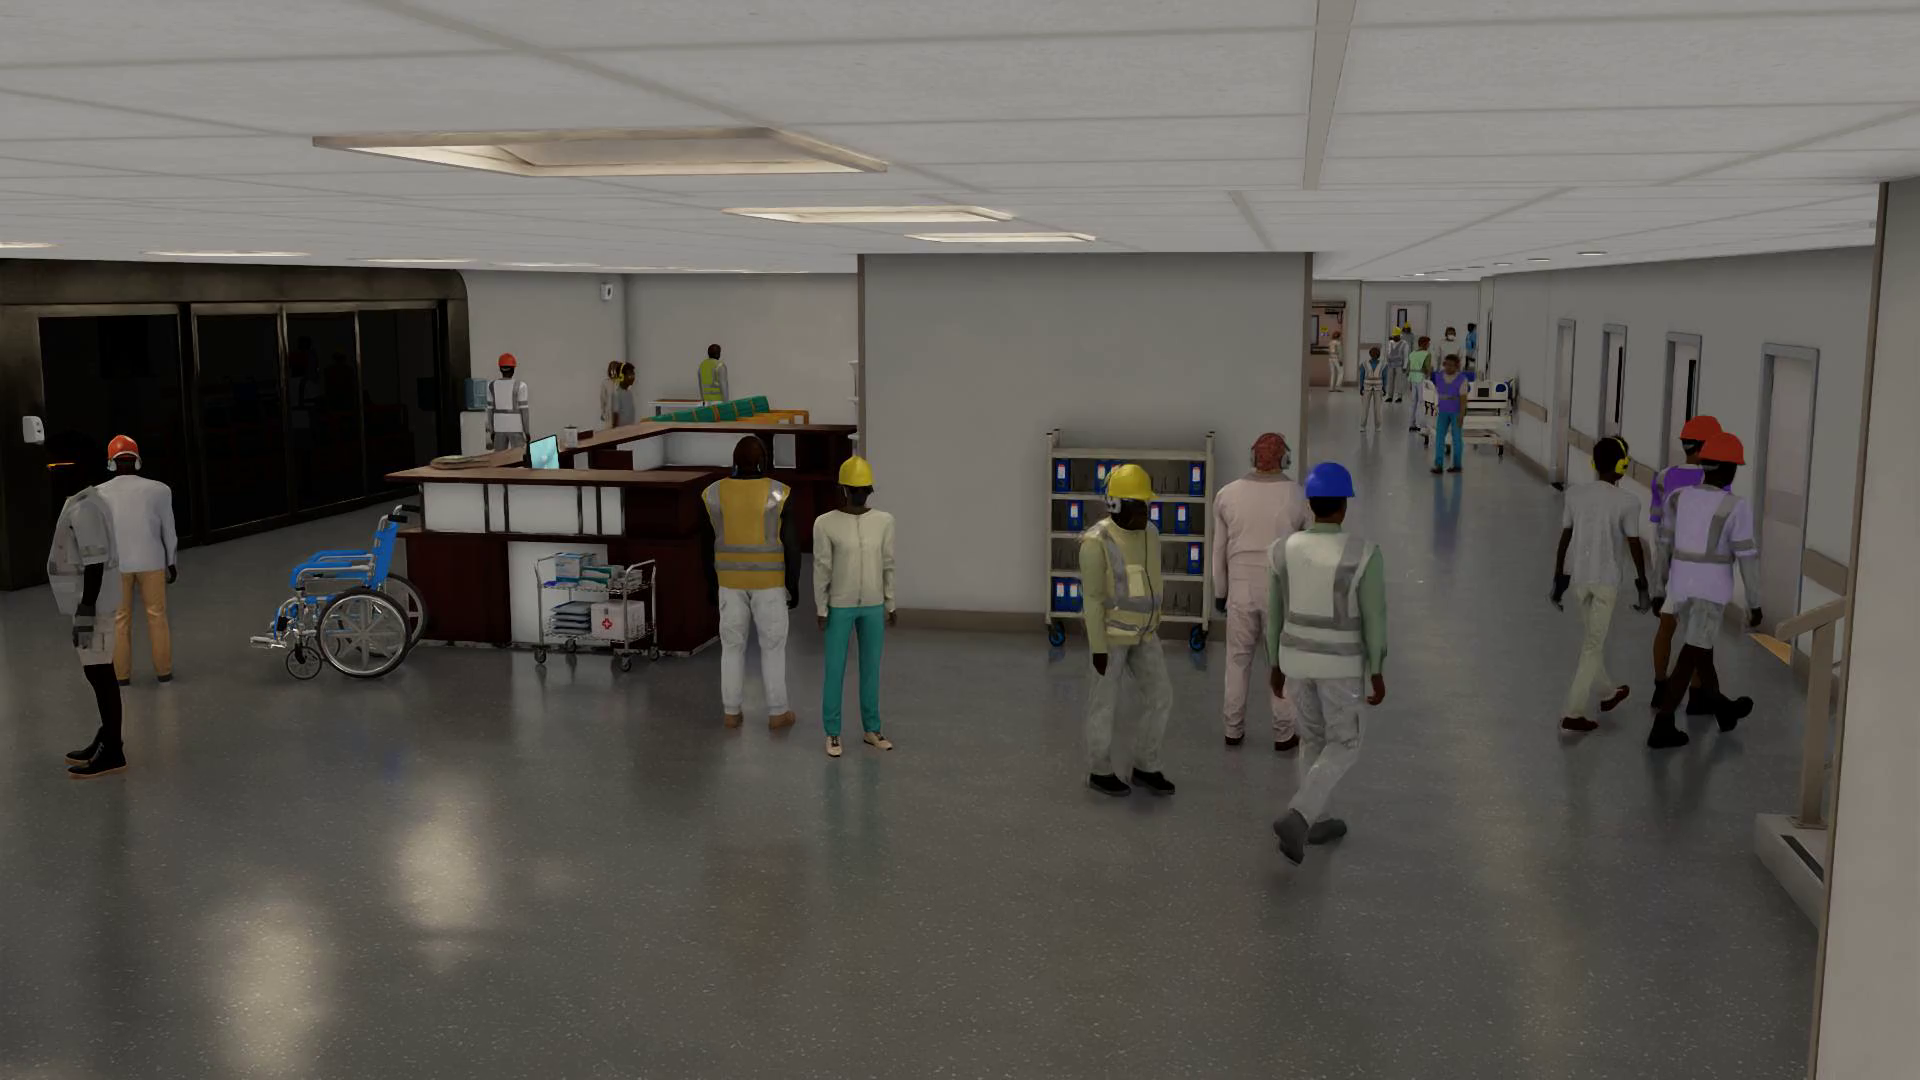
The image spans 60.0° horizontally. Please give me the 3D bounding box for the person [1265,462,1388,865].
[{"bbox_3d":[1.708,0.593,7.948,0.620,1.921,0.763,8,12,42],"label":"person"}]

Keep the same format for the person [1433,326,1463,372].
[{"bbox_3d":[10.693,-3.709,36.436,0.640,1.935,0.368,0,9,1],"label":"person"}]

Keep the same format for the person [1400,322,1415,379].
[{"bbox_3d":[13.574,-5.748,50.617,0.487,1.741,0.313,2,9,11],"label":"person"}]

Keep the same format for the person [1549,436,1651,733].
[{"bbox_3d":[4.058,0.270,10.415,0.916,1.823,0.534,-6,10,-35],"label":"person"}]

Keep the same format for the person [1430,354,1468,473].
[{"bbox_3d":[7.287,-1.868,24.739,0.895,1.774,0.573,-8,12,-44],"label":"person"}]

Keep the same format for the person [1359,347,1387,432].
[{"bbox_3d":[7.942,-2.889,31.990,0.512,1.638,0.312,2,9,13],"label":"person"}]

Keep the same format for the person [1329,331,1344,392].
[{"bbox_3d":[10.100,-4.770,44.487,0.450,1.625,0.555,-4,9,-23],"label":"person"}]

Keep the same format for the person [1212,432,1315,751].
[{"bbox_3d":[1.834,0.304,9.945,0.648,1.899,0.398,4,9,23],"label":"person"}]

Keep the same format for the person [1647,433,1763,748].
[{"bbox_3d":[4.543,0.298,10.014,0.990,1.879,0.571,-4,10,-27],"label":"person"}]

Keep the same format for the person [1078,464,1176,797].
[{"bbox_3d":[0.926,0.503,8.878,0.629,1.811,0.618,-8,12,-42],"label":"person"}]

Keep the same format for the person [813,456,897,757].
[{"bbox_3d":[-0.612,0.387,9.822,0.525,1.769,0.309,-4,10,-26],"label":"person"}]

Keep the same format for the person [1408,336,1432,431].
[{"bbox_3d":[8.893,-3.018,32.186,0.394,1.837,0.563,-4,10,-26],"label":"person"}]

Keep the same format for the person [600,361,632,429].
[{"bbox_3d":[-5.362,-1.974,25.927,0.499,1.633,0.286,0,9,0],"label":"person"}]

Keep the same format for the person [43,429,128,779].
[{"bbox_3d":[-4.921,0.354,9.377,0.367,1.967,0.602,-4,10,-26],"label":"person"}]

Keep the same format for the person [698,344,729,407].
[{"bbox_3d":[-4.043,-2.323,27.556,0.633,1.842,0.429,7,11,39],"label":"person"}]

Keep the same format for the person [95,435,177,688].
[{"bbox_3d":[-5.708,0.148,11.483,0.564,1.743,0.351,-4,10,-27],"label":"person"}]

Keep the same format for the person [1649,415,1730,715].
[{"bbox_3d":[4.739,0.160,10.779,0.376,1.932,0.543,-5,10,-32],"label":"person"}]

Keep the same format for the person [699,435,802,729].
[{"bbox_3d":[-1.289,0.268,10.368,0.630,1.843,0.429,1,9,6],"label":"person"}]

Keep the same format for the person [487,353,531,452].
[{"bbox_3d":[-5.794,-1.436,21.402,0.550,1.930,0.389,1,9,10],"label":"person"}]

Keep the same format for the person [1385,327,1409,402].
[{"bbox_3d":[10.597,-4.250,40.422,0.590,1.824,0.403,8,12,44],"label":"person"}]
